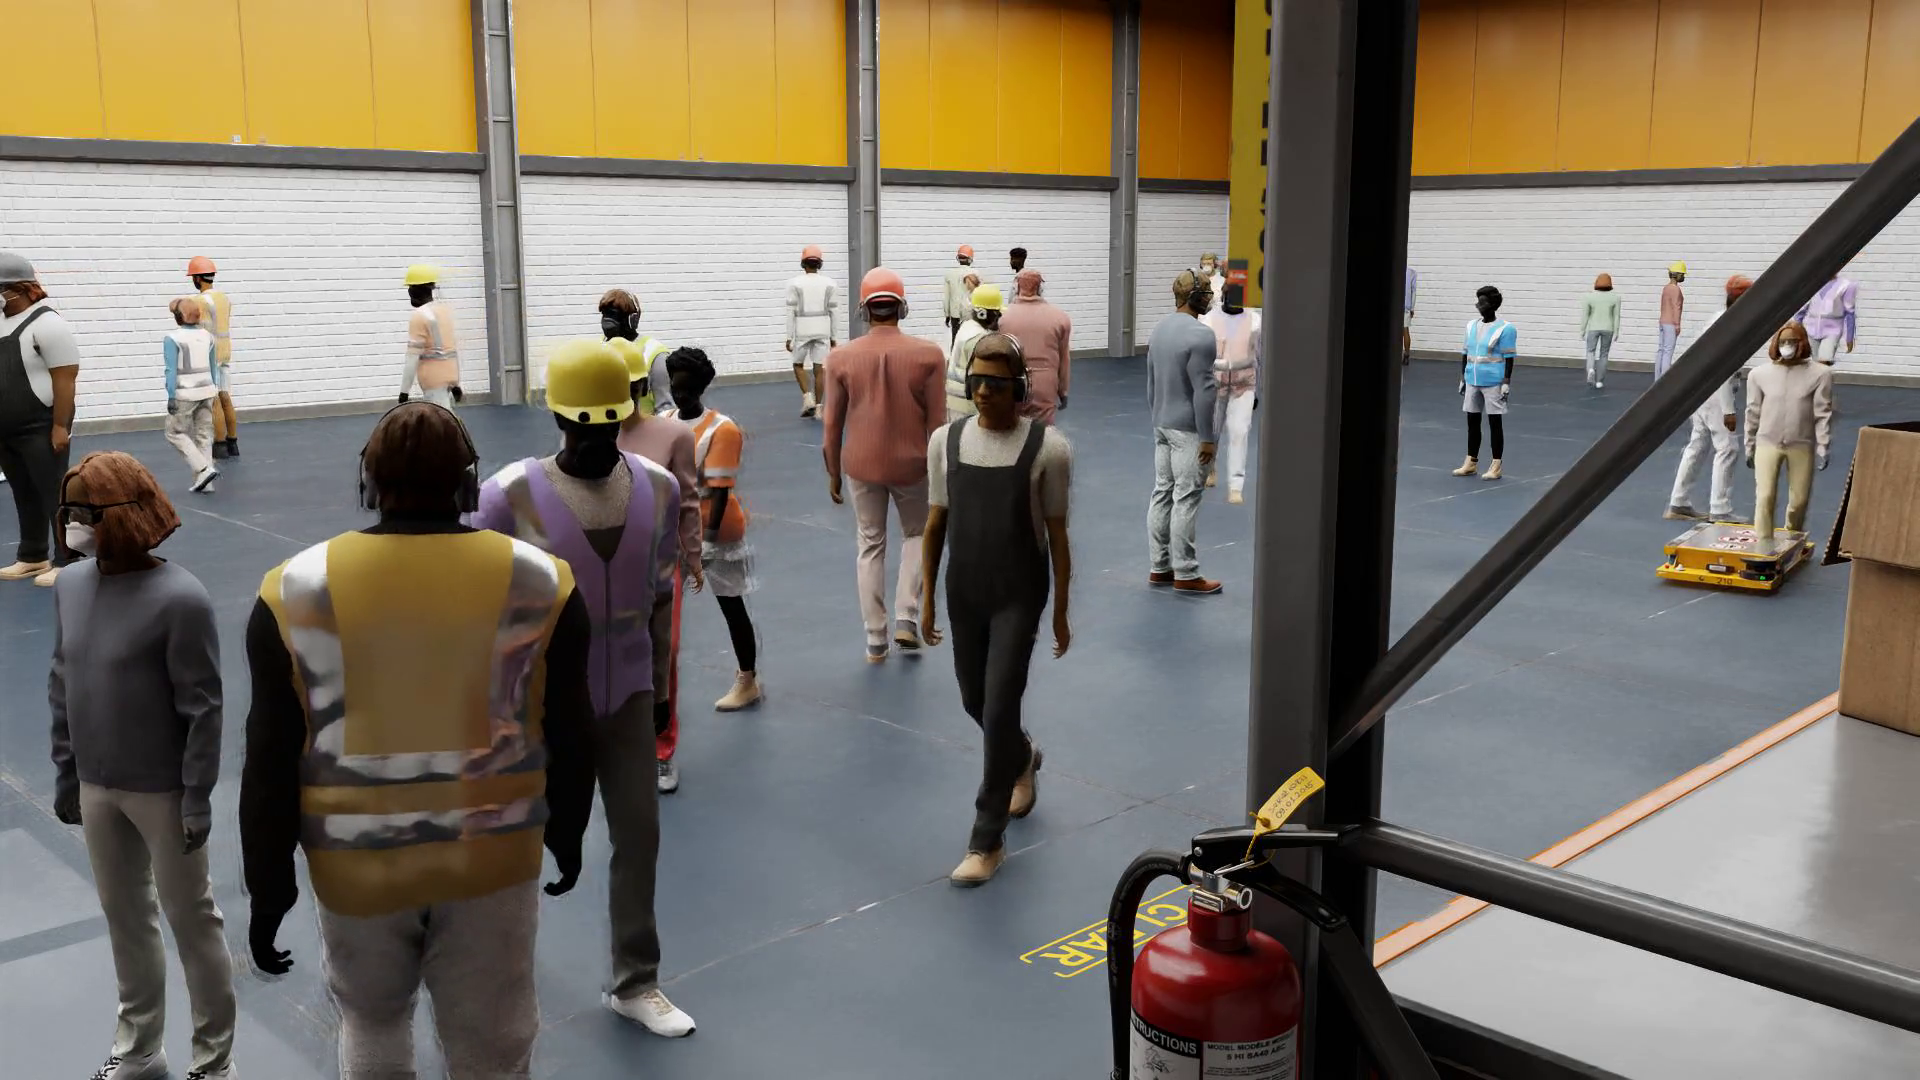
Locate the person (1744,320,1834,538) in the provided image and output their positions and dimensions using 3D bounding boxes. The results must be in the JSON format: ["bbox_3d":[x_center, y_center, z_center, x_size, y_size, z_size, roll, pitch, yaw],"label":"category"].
[{"bbox_3d":[5.225,-0.589,10.520,0.504,1.614,0.629,6,12,28],"label":"person"}]

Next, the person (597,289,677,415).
[{"bbox_3d":[-1.844,-0.443,9.098,0.625,1.846,0.429,4,11,22],"label":"person"}]

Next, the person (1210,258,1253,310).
[{"bbox_3d":[3.130,-2.361,19.466,0.577,1.884,0.349,3,11,16],"label":"person"}]

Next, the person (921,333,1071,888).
[{"bbox_3d":[0.147,0.192,5.725,0.520,1.825,0.850,5,11,23],"label":"person"}]

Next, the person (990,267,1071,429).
[{"bbox_3d":[0.533,-1.158,12.871,0.647,1.887,0.442,-1,10,-3],"label":"person"}]

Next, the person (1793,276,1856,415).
[{"bbox_3d":[10.038,-2.403,19.403,1.070,1.981,0.635,-7,13,-35],"label":"person"}]

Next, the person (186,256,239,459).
[{"bbox_3d":[-7.170,-1.737,15.902,0.355,1.934,0.552,0,10,2],"label":"person"}]

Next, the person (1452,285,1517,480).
[{"bbox_3d":[4.602,-1.372,14.566,0.316,1.696,0.557,-7,13,-34],"label":"person"}]

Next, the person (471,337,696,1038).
[{"bbox_3d":[-1.097,0.378,4.543,0.618,1.885,0.826,-9,14,-39],"label":"person"}]

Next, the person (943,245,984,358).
[{"bbox_3d":[0.074,-3.245,23.965,0.625,1.991,0.391,3,11,18],"label":"person"}]

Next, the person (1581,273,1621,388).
[{"bbox_3d":[8.934,-2.915,23.196,0.508,1.617,0.536,4,11,20],"label":"person"}]

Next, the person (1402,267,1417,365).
[{"bbox_3d":[7.196,-3.827,27.305,0.547,1.934,0.376,-1,10,-6],"label":"person"}]

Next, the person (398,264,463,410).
[{"bbox_3d":[-4.436,-1.299,13.617,0.898,1.888,0.617,1,10,6],"label":"person"}]

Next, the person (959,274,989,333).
[{"bbox_3d":[0.178,-2.825,22.761,0.534,1.587,0.859,6,12,31],"label":"person"}]

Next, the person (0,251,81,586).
[{"bbox_3d":[-5.717,-0.734,10.145,0.688,2.000,0.536,6,12,29],"label":"person"}]

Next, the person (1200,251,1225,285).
[{"bbox_3d":[3.255,-2.811,21.799,0.640,1.926,0.482,5,12,27],"label":"person"}]

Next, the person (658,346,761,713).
[{"bbox_3d":[-1.189,-0.011,7.246,0.546,1.649,0.806,7,13,35],"label":"person"}]

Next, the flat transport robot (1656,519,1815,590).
[{"bbox_3d":[4.939,0.077,10.550,0.652,0.197,1.431,7,13,35],"label":"flat transport robot"}]

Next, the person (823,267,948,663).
[{"bbox_3d":[-0.367,-0.371,8.339,0.643,1.972,0.462,0,10,3],"label":"person"}]

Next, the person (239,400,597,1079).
[{"bbox_3d":[-1.061,0.630,3.342,0.651,1.810,0.745,-3,11,-15],"label":"person"}]

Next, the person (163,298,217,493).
[{"bbox_3d":[-6.325,-1.175,13.680,0.370,1.623,0.534,4,11,21],"label":"person"}]

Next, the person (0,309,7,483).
[{"bbox_3d":[-8.280,-1.428,14.363,0.576,1.881,0.672,-6,12,-29],"label":"person"}]

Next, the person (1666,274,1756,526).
[{"bbox_3d":[5.554,-1.009,12.148,0.666,1.849,0.615,5,11,25],"label":"person"}]

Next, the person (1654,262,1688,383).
[{"bbox_3d":[9.967,-3.003,23.285,0.329,1.762,0.523,1,10,3],"label":"person"}]

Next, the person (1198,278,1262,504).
[{"bbox_3d":[2.168,-1.237,13.509,0.611,1.822,0.786,1,10,5],"label":"person"}]

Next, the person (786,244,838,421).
[{"bbox_3d":[-1.718,-2.386,19.192,0.633,2.023,0.432,-4,11,-20],"label":"person"}]

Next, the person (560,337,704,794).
[{"bbox_3d":[-1.263,0.102,6.377,0.542,1.737,0.654,-1,10,-7],"label":"person"}]

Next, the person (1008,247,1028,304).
[{"bbox_3d":[0.871,-3.241,24.024,0.364,1.967,0.622,1,10,3],"label":"person"}]

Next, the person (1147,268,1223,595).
[{"bbox_3d":[1.335,-0.646,9.948,0.372,1.939,0.629,-4,11,-22],"label":"person"}]

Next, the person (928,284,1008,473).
[{"bbox_3d":[0.046,-1.012,12.397,0.909,1.785,0.606,0,10,0],"label":"person"}]

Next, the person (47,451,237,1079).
[{"bbox_3d":[-1.979,0.597,4.001,0.500,1.633,0.285,4,11,21],"label":"person"}]
